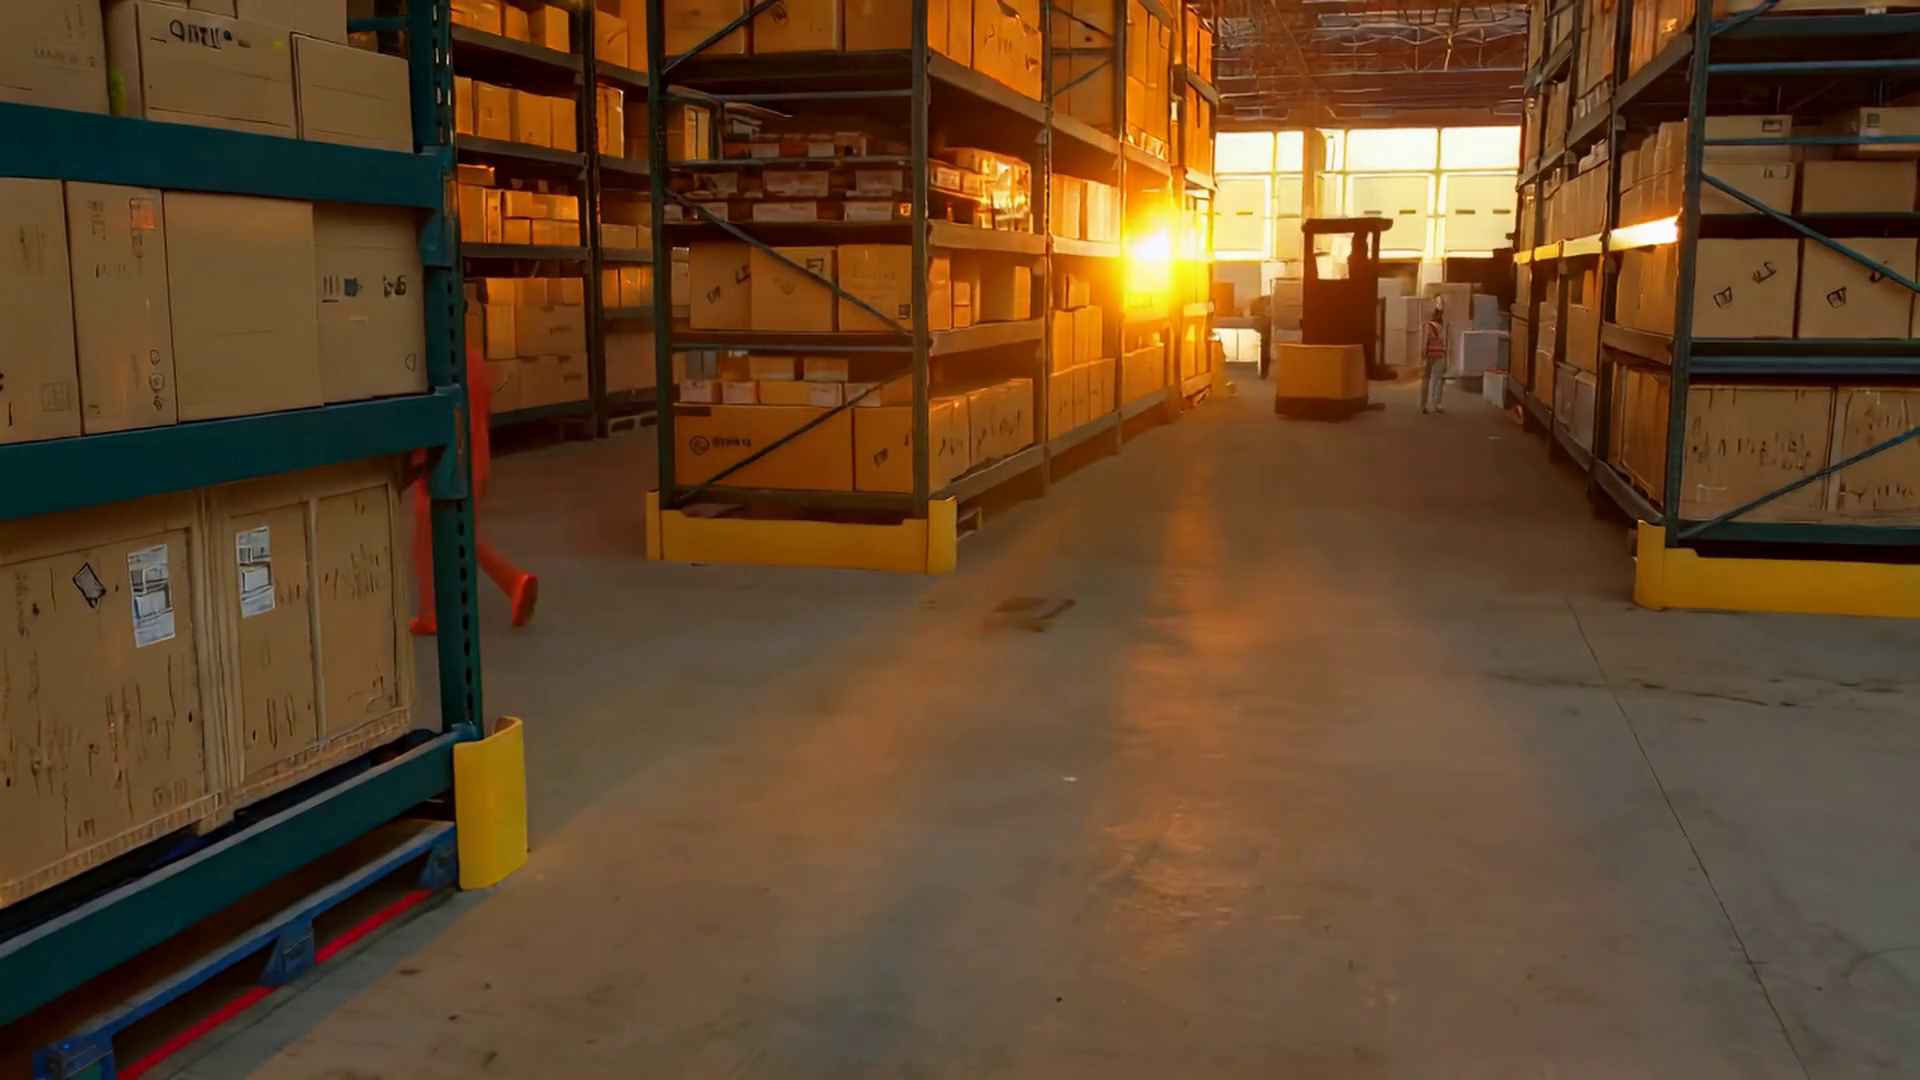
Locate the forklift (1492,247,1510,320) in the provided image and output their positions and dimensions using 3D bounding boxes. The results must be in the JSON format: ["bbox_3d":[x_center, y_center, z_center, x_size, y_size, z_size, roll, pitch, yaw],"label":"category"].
[{"bbox_3d":[14.408,-6.284,43.693,1.873,2.768,1.129,-8,12,-41],"label":"forklift"}]

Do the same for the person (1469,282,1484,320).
[{"bbox_3d":[14.829,-6.452,47.813,0.557,1.924,0.495,-1,9,-6],"label":"person"}]

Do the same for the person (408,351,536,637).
[{"bbox_3d":[-2.797,-0.370,9.291,0.715,1.886,0.649,3,9,18],"label":"person"}]

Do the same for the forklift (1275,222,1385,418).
[{"bbox_3d":[5.454,-3.238,24.345,1.129,2.768,1.873,5,10,30],"label":"forklift"}]

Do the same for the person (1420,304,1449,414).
[{"bbox_3d":[7.079,-2.695,24.821,0.513,1.641,0.307,-4,10,-25],"label":"person"}]

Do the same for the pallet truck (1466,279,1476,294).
[{"bbox_3d":[18.896,-8.459,60.307,1.885,1.965,0.823,5,10,31],"label":"pallet truck"}]

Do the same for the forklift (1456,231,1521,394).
[{"bbox_3d":[9.710,-3.960,28.932,1.873,2.768,1.129,1,9,9],"label":"forklift"}]
